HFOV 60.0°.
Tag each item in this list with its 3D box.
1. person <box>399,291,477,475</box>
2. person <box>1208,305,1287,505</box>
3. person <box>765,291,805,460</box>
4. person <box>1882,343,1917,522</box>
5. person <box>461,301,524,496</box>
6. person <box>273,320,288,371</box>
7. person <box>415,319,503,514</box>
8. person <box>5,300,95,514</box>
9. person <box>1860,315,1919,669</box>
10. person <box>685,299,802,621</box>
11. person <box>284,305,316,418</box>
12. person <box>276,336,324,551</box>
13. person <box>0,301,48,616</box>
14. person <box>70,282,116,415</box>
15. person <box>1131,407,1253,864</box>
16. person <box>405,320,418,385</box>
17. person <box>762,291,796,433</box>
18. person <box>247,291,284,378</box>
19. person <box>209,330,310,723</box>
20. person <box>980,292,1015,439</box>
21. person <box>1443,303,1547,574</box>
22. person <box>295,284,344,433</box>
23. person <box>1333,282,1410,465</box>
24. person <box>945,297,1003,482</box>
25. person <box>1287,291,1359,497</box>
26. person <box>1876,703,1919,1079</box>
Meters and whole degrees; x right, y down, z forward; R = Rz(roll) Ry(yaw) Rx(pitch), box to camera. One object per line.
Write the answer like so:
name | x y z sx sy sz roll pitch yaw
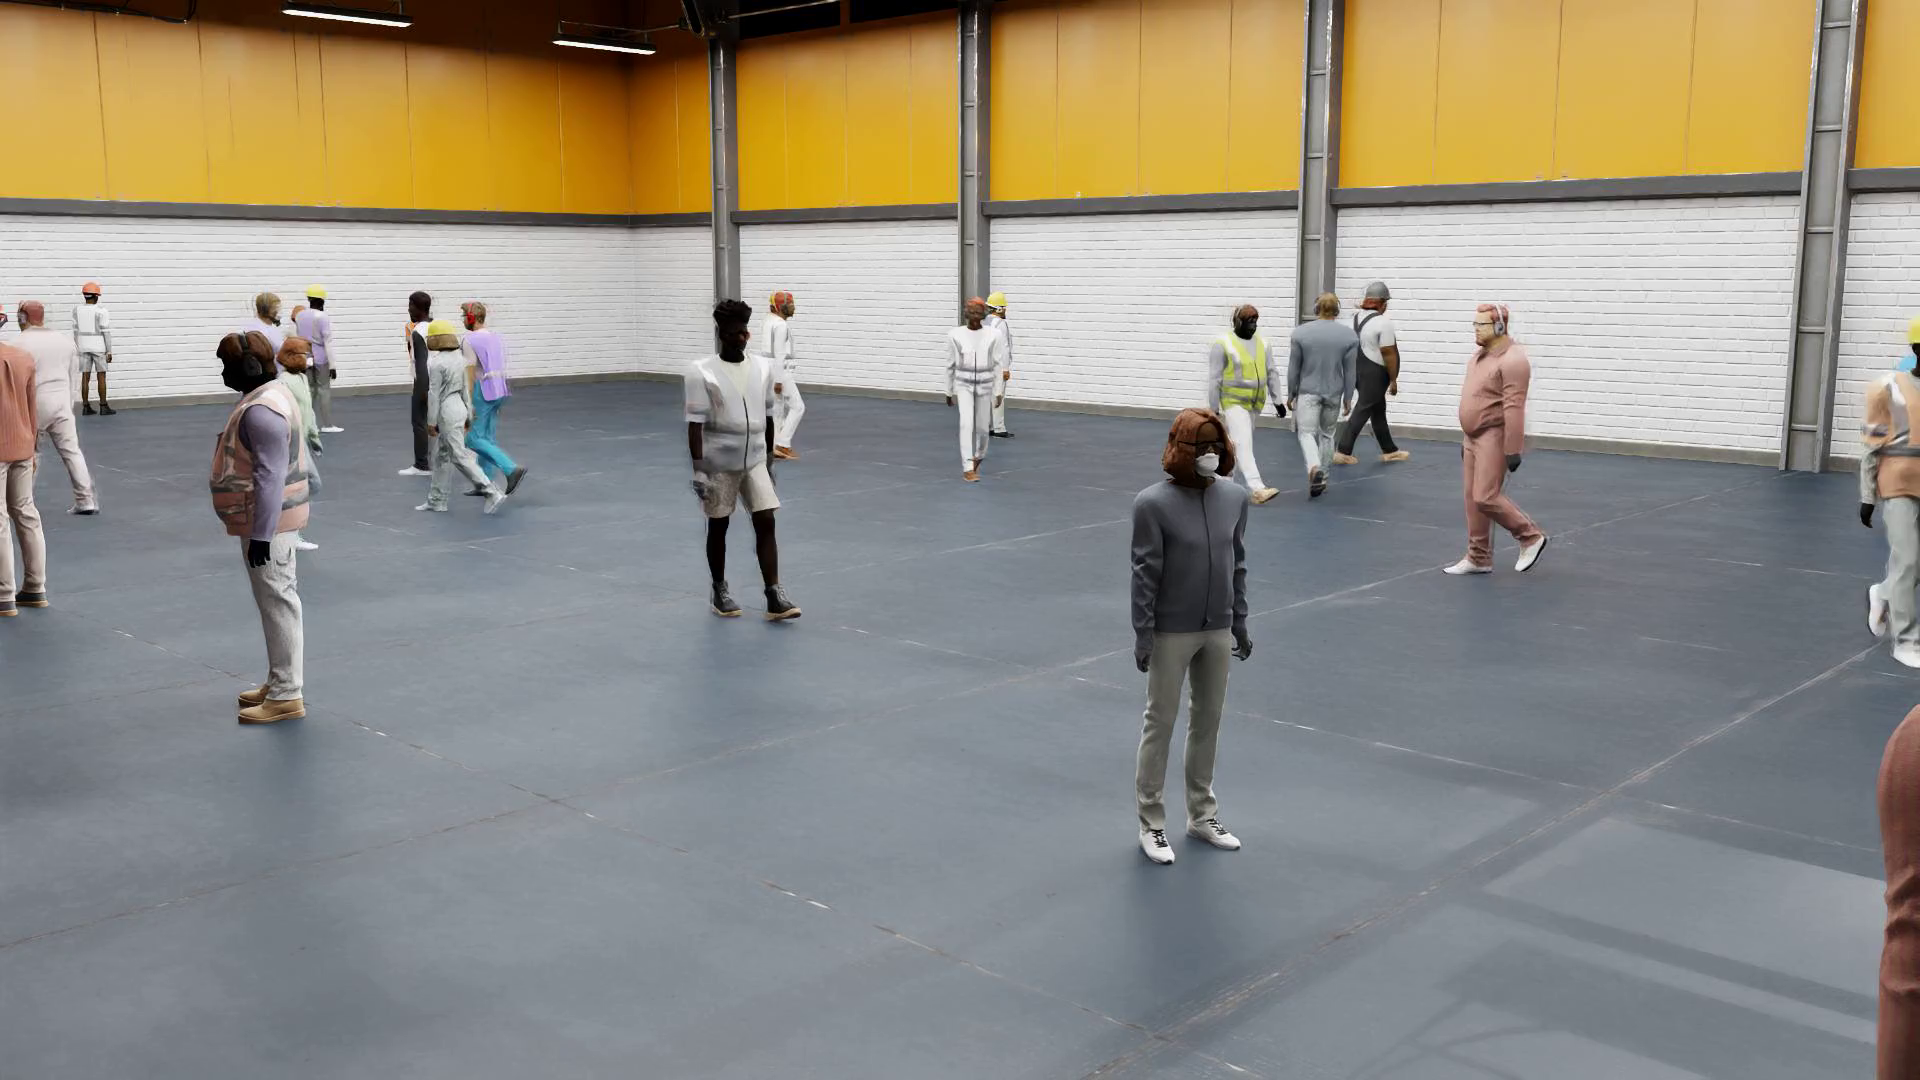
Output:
person | -5.395 -1.600 17.053 0.722 1.901 0.603 1 9 6
person | 2.616 -1.222 15.053 0.621 1.786 0.968 -6 11 -32
person | -1.943 -1.797 18.354 0.501 1.867 0.576 -3 10 -19
person | 7.888 -0.955 13.719 0.316 1.695 0.541 -1 9 -4
person | -4.357 -1.289 15.377 0.573 1.827 0.570 2 9 13
person | -7.133 -1.566 17.306 0.563 1.756 0.346 2 9 12
person | -4.359 -1.061 14.396 0.870 1.705 0.490 2 9 12
person | -7.928 -1.132 14.337 1.007 1.851 0.678 4 10 21
person | 5.162 -0.294 9.038 0.591 1.907 0.744 0 9 0
person | -1.289 -0.437 9.905 0.646 1.899 0.882 -6 11 -34
person | -9.232 -2.493 23.358 0.520 1.619 0.519 2 9 10
person | -4.958 -0.711 12.455 0.378 1.617 0.509 -2 9 -10
person | -5.907 -0.528 10.190 0.378 1.995 0.609 2 9 12
person | -12.560 -2.767 24.128 0.540 1.929 0.380 0 9 -1
person | 0.836 0.336 5.997 0.508 1.632 0.271 -5 11 -28
person | -7.670 -2.602 23.822 0.530 1.696 0.321 2 10 15
person | -2.356 -2.304 21.573 0.404 1.834 0.591 -3 10 -20
person | -6.784 -1.442 16.062 0.774 1.915 0.641 -3 10 -15
person | -3.289 -0.065 7.841 0.429 1.838 0.622 -3 10 -20
person | 0.454 -2.174 20.775 0.404 1.835 0.587 -5 11 -29
person | 3.690 -0.677 11.432 0.546 1.894 0.655 -1 9 -5
person | -8.316 -2.338 21.512 0.601 1.933 0.376 5 10 28
person | 4.478 -1.832 18.045 1.046 2.000 0.692 -3 10 -18
person | 0.135 -1.538 16.844 0.582 1.855 0.825 -1 9 -4
person | 3.367 -1.346 15.441 0.632 1.919 0.831 0 9 1
person | 1.512 0.824 2.172 0.642 1.908 0.410 -1 9 -9
